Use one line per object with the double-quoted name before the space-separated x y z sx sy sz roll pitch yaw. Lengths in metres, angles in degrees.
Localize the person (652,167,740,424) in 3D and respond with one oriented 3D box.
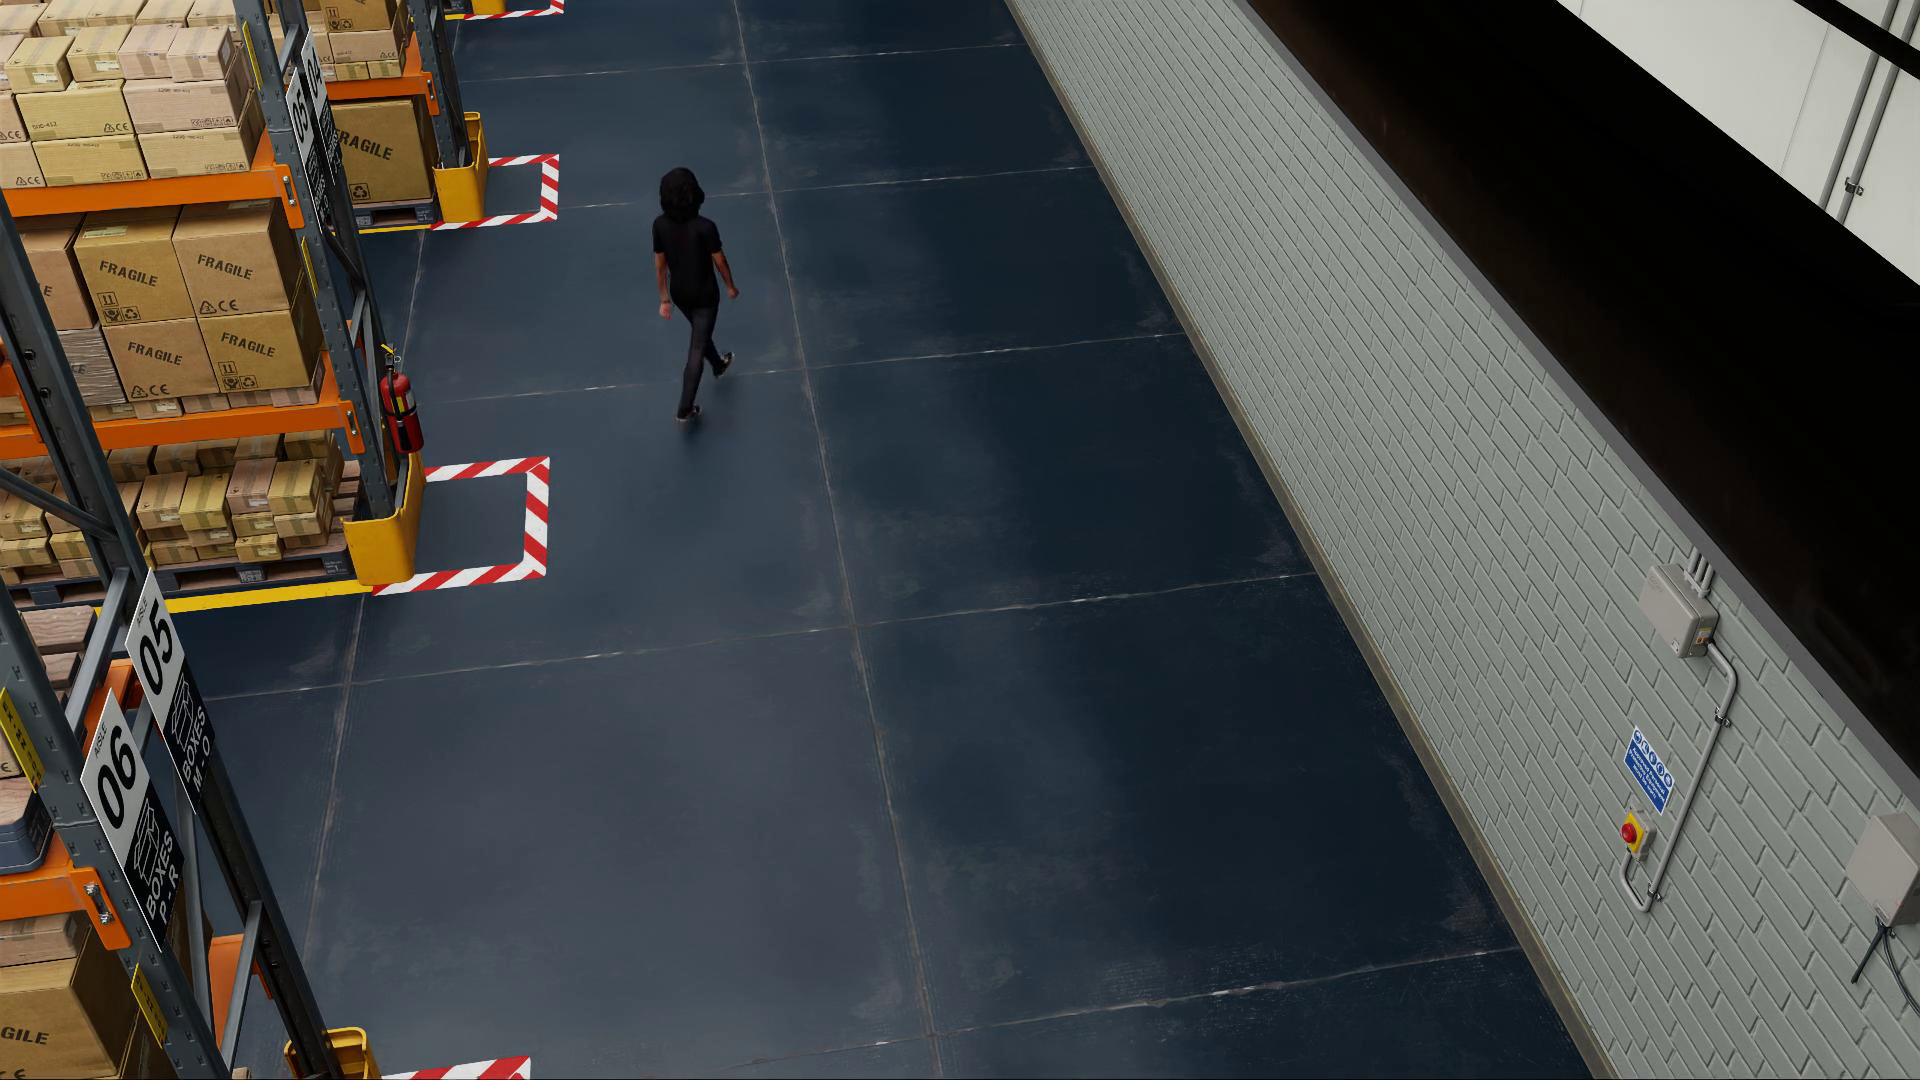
"person" -1.875 -1.655 11.538 1.183 1.790 1.090 13 40 16
